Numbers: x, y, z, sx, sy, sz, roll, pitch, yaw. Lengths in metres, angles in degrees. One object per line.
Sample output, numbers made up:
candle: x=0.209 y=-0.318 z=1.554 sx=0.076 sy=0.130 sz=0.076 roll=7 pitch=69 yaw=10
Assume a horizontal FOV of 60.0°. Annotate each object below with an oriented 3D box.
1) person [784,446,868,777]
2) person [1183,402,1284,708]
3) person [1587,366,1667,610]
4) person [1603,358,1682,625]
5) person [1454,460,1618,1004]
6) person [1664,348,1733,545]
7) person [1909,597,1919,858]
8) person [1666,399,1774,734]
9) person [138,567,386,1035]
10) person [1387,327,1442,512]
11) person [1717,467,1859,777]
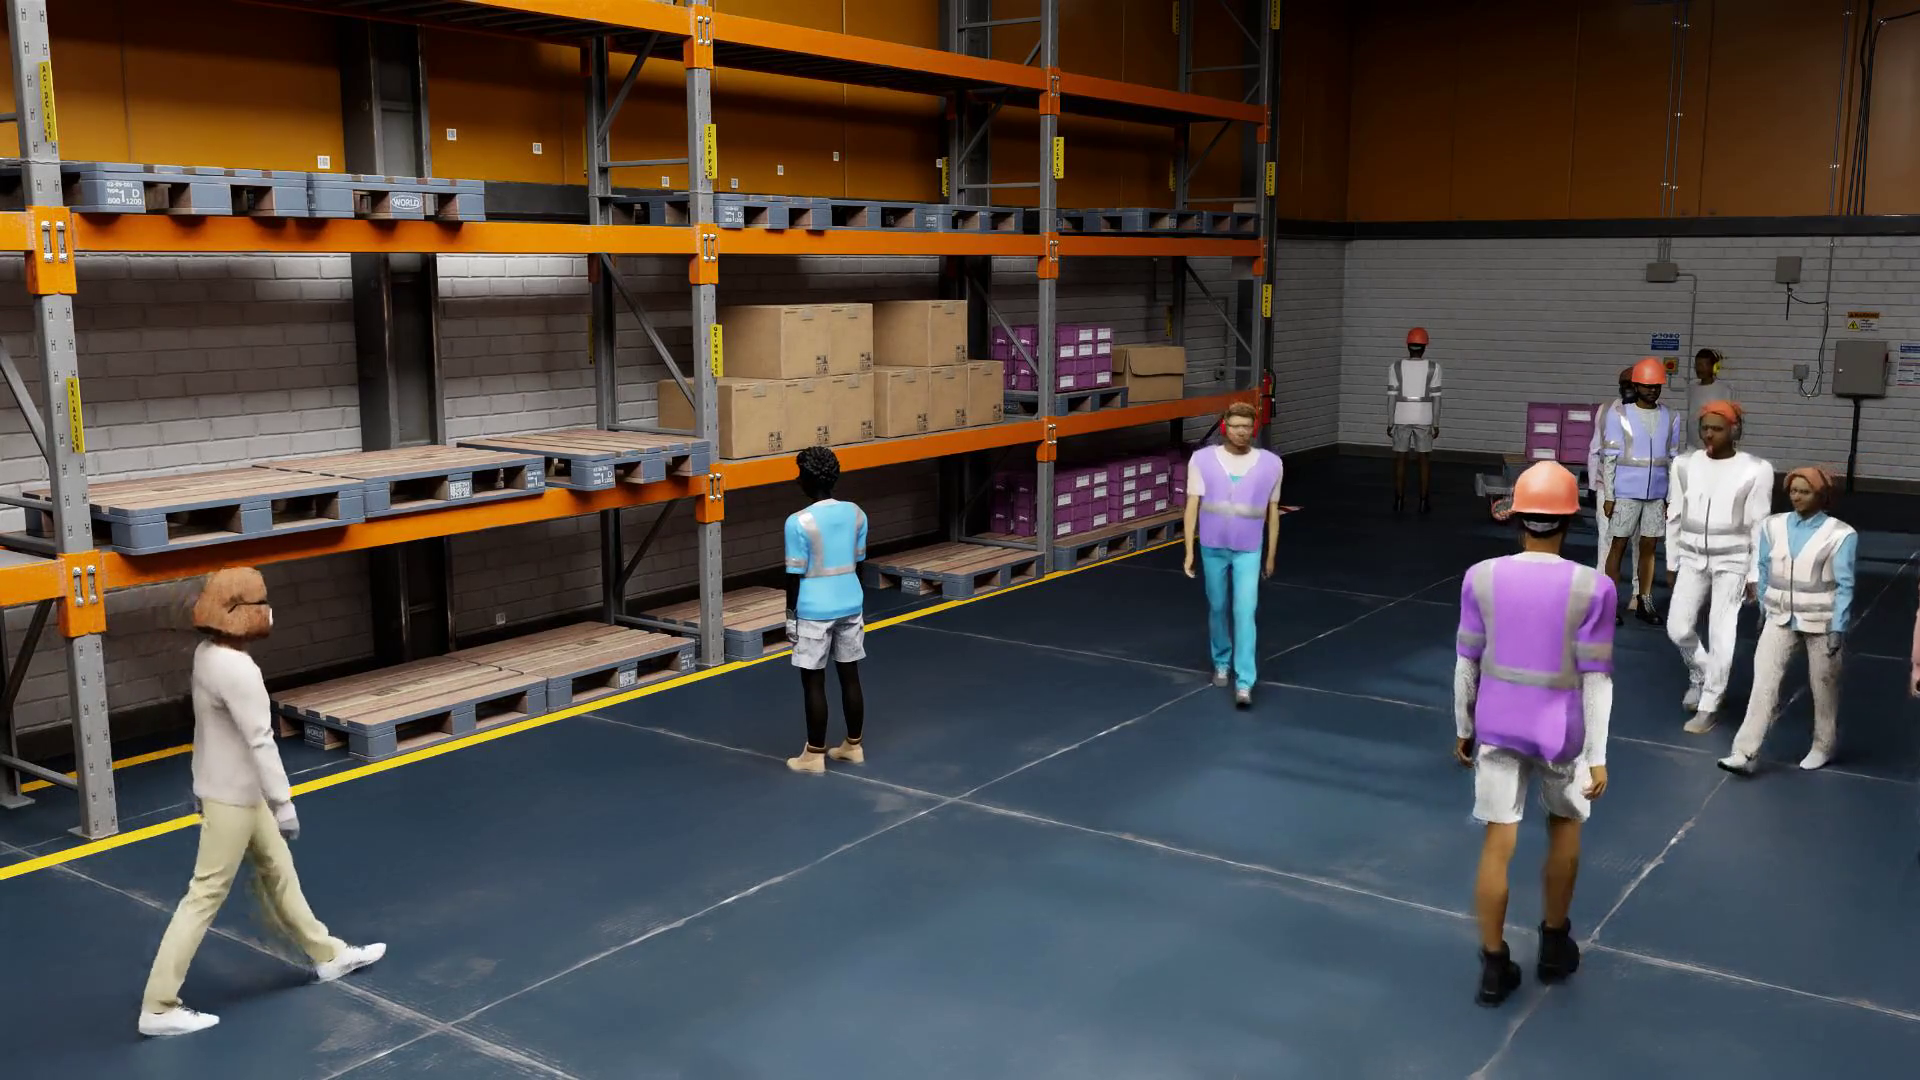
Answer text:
person: x=-0.688 y=0.365 z=8.509 sx=0.320 sy=1.694 sz=0.534 roll=9 pitch=13 yaw=43
person: x=1.633 y=0.070 z=9.965 sx=0.569 sy=1.794 sz=0.957 roll=2 pitch=10 yaw=12
person: x=5.046 y=-0.392 z=12.571 sx=0.634 sy=1.839 sz=0.429 roll=8 pitch=12 yaw=40
person: x=4.912 y=-0.344 z=11.995 sx=0.545 sy=1.938 sz=0.359 roll=0 pitch=10 yaw=-2
person: x=2.076 y=0.670 z=6.003 sx=0.568 sy=1.914 sz=0.754 roll=6 pitch=11 yaw=32
person: x=6.958 y=-0.863 z=15.405 sx=0.878 sy=1.838 sz=0.529 roll=-5 pitch=11 yaw=-30
person: x=4.339 y=0.577 z=7.049 sx=0.541 sy=1.754 sz=0.374 roll=7 pitch=12 yaw=37
person: x=4.234 y=0.141 z=9.308 sx=0.466 sy=1.871 sz=0.586 roll=-9 pitch=13 yaw=-44
person: x=-2.475 y=0.877 z=5.767 sx=0.877 sy=1.581 sz=0.524 roll=-7 pitch=12 yaw=-36
person: x=4.750 y=-1.256 z=17.424 sx=0.548 sy=1.937 sz=0.379 roll=3 pitch=10 yaw=18
person: x=4.229 y=0.426 z=8.407 sx=0.847 sy=1.587 sz=0.541 roll=-7 pitch=12 yaw=-35
